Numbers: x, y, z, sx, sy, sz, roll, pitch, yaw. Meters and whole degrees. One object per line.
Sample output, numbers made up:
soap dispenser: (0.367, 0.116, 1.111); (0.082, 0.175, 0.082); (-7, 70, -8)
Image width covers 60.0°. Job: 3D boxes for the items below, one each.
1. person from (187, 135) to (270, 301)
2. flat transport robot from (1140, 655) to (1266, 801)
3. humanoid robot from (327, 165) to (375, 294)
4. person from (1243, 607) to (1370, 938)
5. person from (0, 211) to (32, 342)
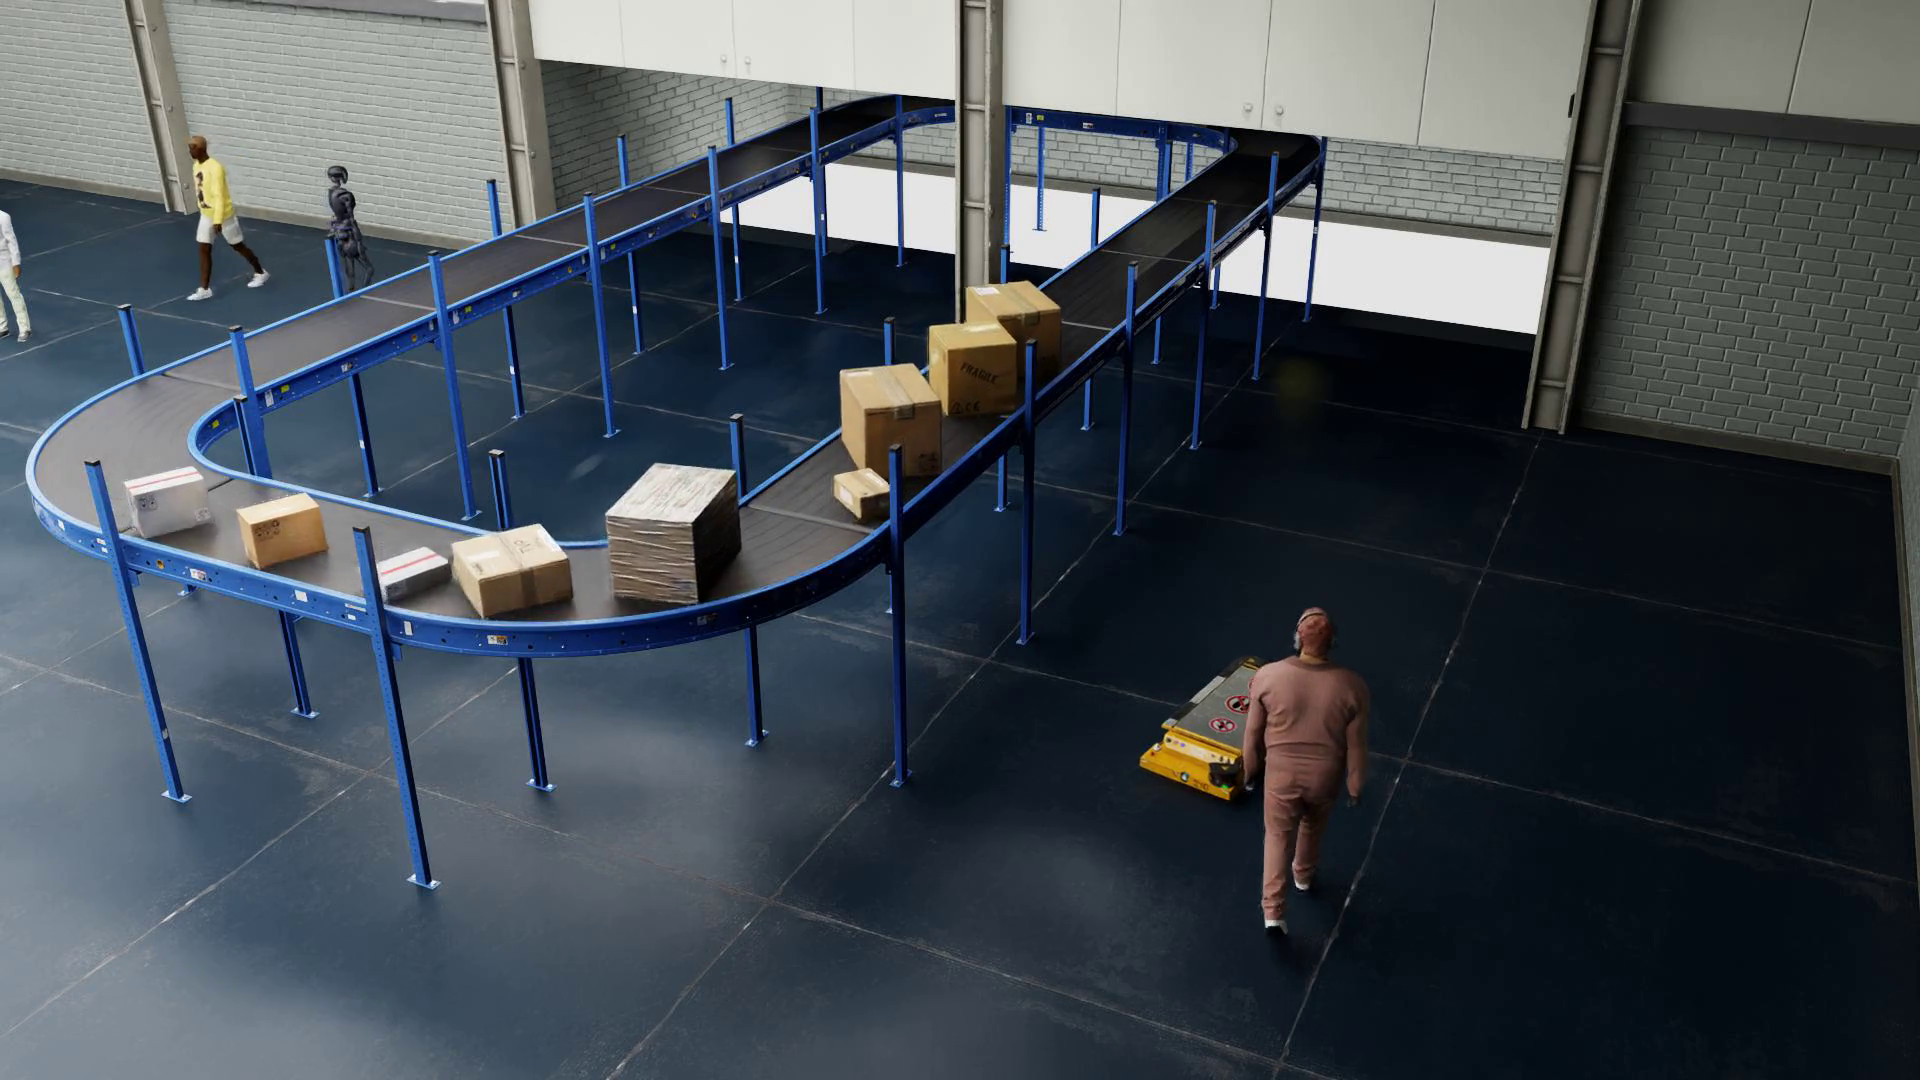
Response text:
person: (-8.613, -3.765, 19.278); (0.537, 1.854, 0.995); (14, 30, 26)
flat transport robot: (1.837, 1.220, 11.017); (0.659, 0.231, 1.431); (18, 32, 32)
humanoid robot: (-6.888, -3.421, 18.789); (0.417, 1.652, 0.589); (-21, 33, -35)
person: (1.871, 1.286, 9.094); (0.663, 1.866, 0.868); (5, 27, 9)
person: (-10.351, -2.971, 17.793); (0.572, 1.746, 0.344); (1, 26, 1)
